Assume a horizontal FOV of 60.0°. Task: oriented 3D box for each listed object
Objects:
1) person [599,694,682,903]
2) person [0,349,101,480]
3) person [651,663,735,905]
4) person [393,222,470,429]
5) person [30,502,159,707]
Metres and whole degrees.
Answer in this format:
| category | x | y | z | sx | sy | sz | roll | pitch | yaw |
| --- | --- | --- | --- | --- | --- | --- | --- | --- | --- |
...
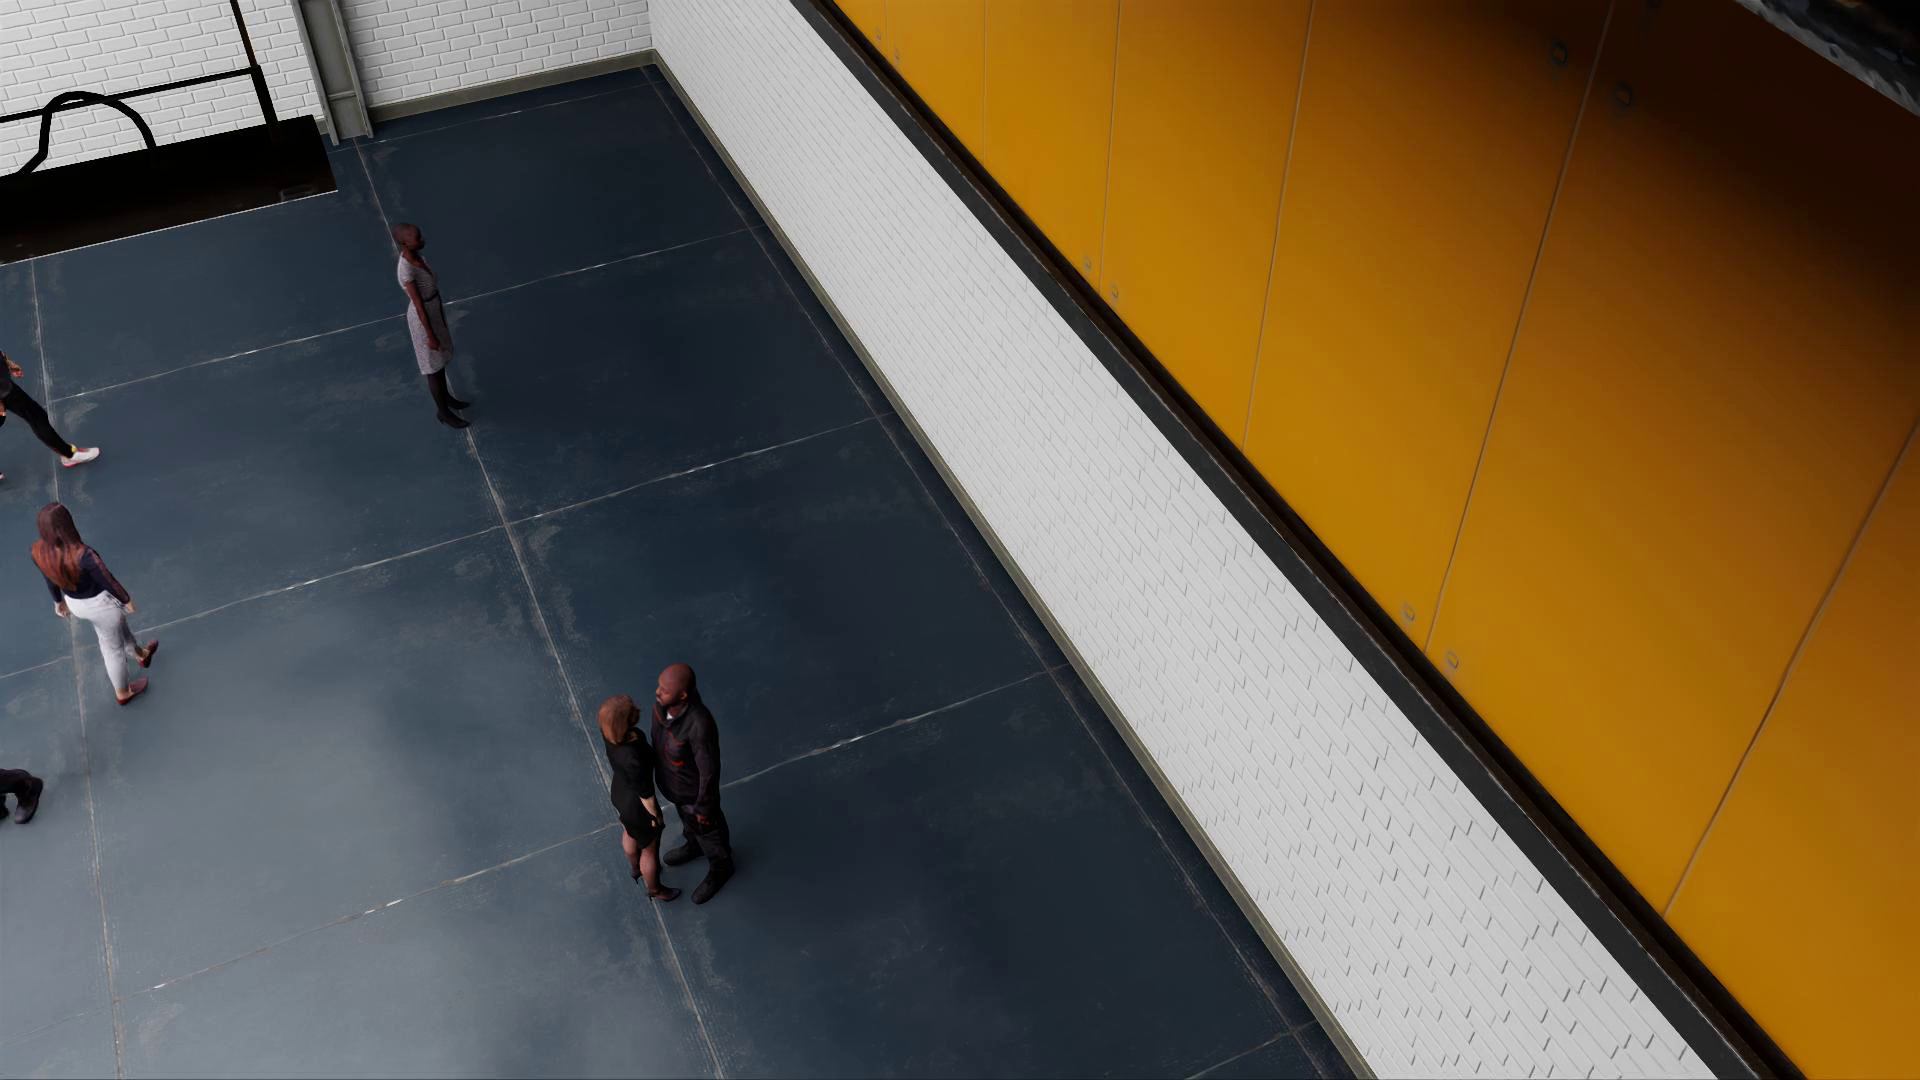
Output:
| category | x | y | z | sx | sy | sz | roll | pitch | yaw |
| --- | --- | --- | --- | --- | --- | --- | --- | --- | --- |
| person | -1.848 | 1.477 | 9.469 | 0.548 | 1.707 | 0.618 | -26 | 49 | -25 |
| person | -7.146 | -1.106 | 12.167 | 1.201 | 1.727 | 0.742 | -24 | 48 | -23 |
| person | -1.527 | 1.337 | 9.531 | 0.682 | 1.825 | 0.746 | -28 | 50 | -26 |
| person | -4.054 | -1.643 | 12.685 | 0.607 | 1.788 | 0.662 | -7 | 44 | -7 |
| person | -5.570 | 0.459 | 10.625 | 0.871 | 1.587 | 0.921 | 11 | 45 | 11 |
